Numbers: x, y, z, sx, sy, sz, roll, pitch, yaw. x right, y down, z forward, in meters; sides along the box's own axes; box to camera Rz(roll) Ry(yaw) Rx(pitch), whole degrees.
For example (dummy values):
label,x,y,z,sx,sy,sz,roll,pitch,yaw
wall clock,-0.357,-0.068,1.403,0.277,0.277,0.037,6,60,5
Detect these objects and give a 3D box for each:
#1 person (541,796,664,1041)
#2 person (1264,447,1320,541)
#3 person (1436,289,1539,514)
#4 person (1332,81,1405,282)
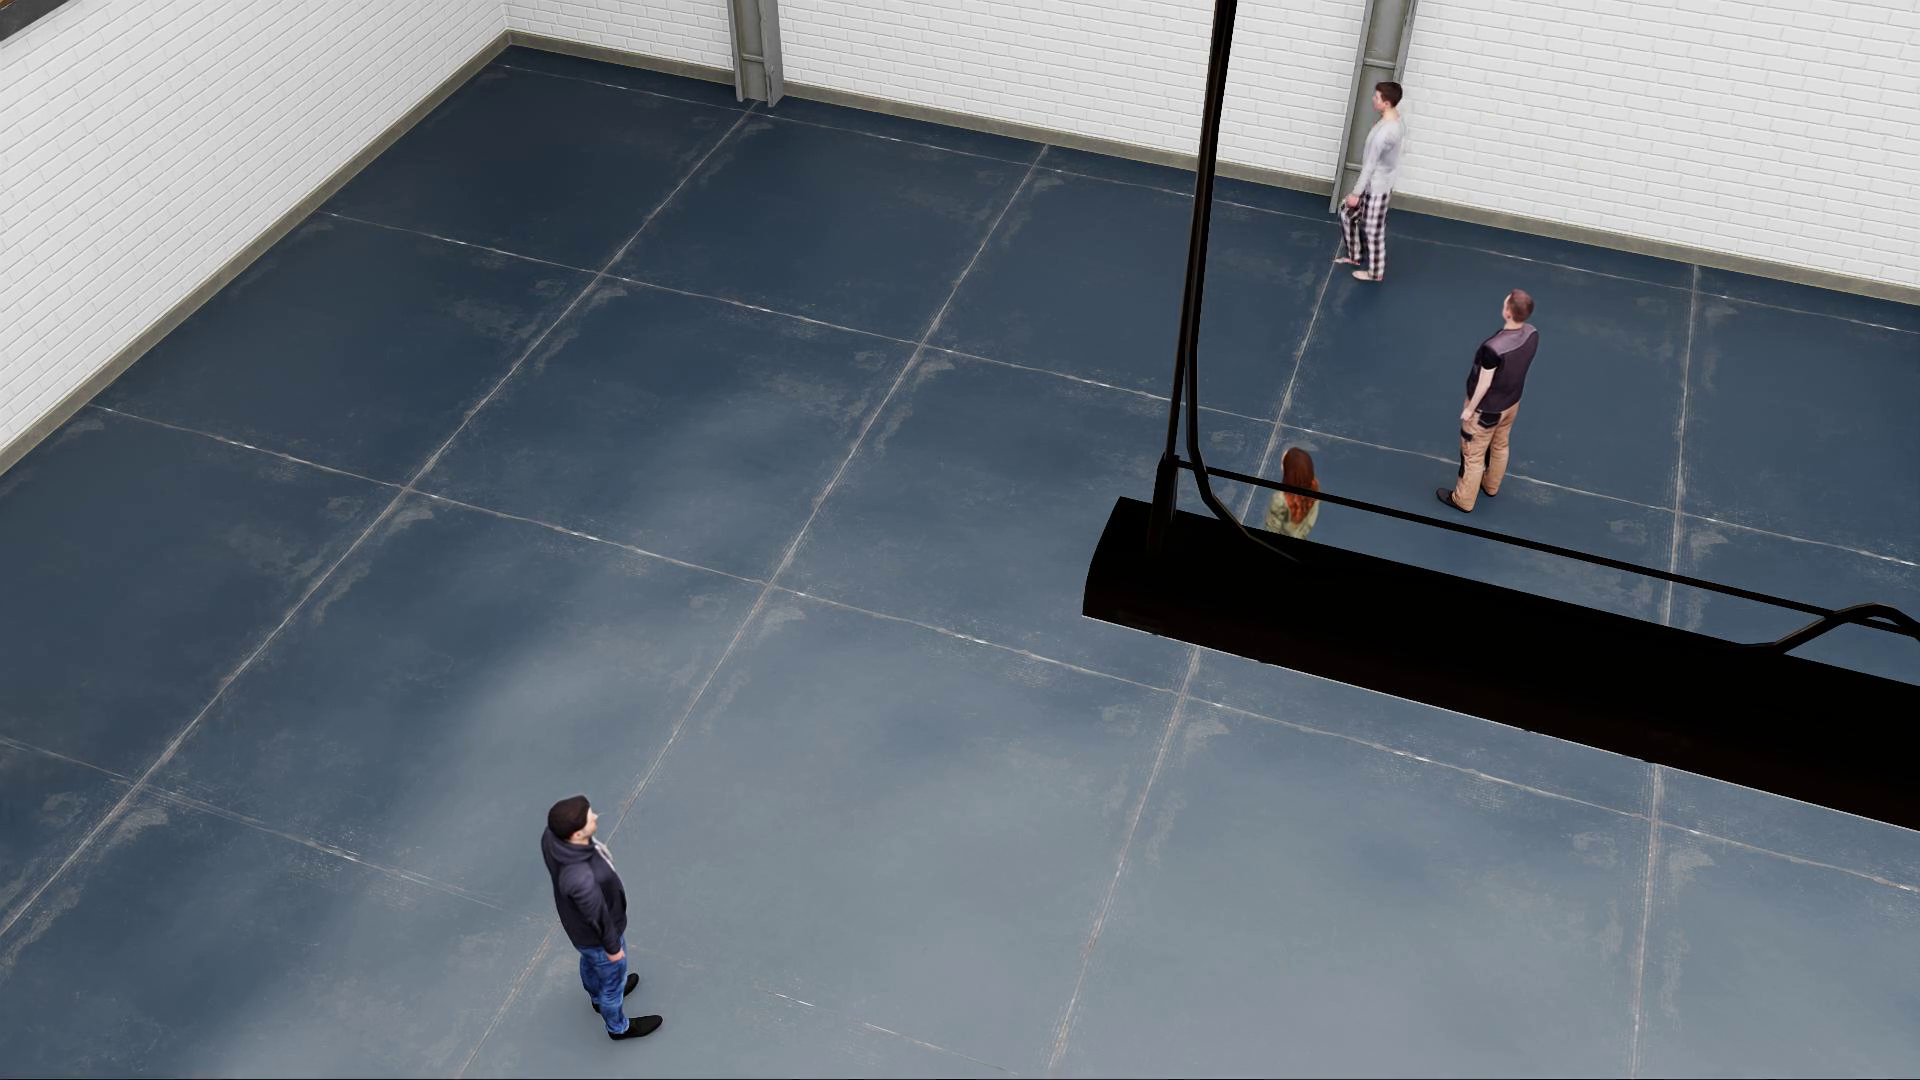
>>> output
label,x,y,z,sx,sy,sz,roll,pitch,yaw
person,-1.919,1.976,8.655,0.820,1.895,0.727,-24,49,-23
person,2.177,-0.011,11.047,0.656,1.472,0.641,-34,53,-30
person,3.796,-0.989,11.806,0.777,1.841,0.791,-27,50,-25
person,3.562,-2.944,13.863,0.719,1.834,0.619,13,45,13
